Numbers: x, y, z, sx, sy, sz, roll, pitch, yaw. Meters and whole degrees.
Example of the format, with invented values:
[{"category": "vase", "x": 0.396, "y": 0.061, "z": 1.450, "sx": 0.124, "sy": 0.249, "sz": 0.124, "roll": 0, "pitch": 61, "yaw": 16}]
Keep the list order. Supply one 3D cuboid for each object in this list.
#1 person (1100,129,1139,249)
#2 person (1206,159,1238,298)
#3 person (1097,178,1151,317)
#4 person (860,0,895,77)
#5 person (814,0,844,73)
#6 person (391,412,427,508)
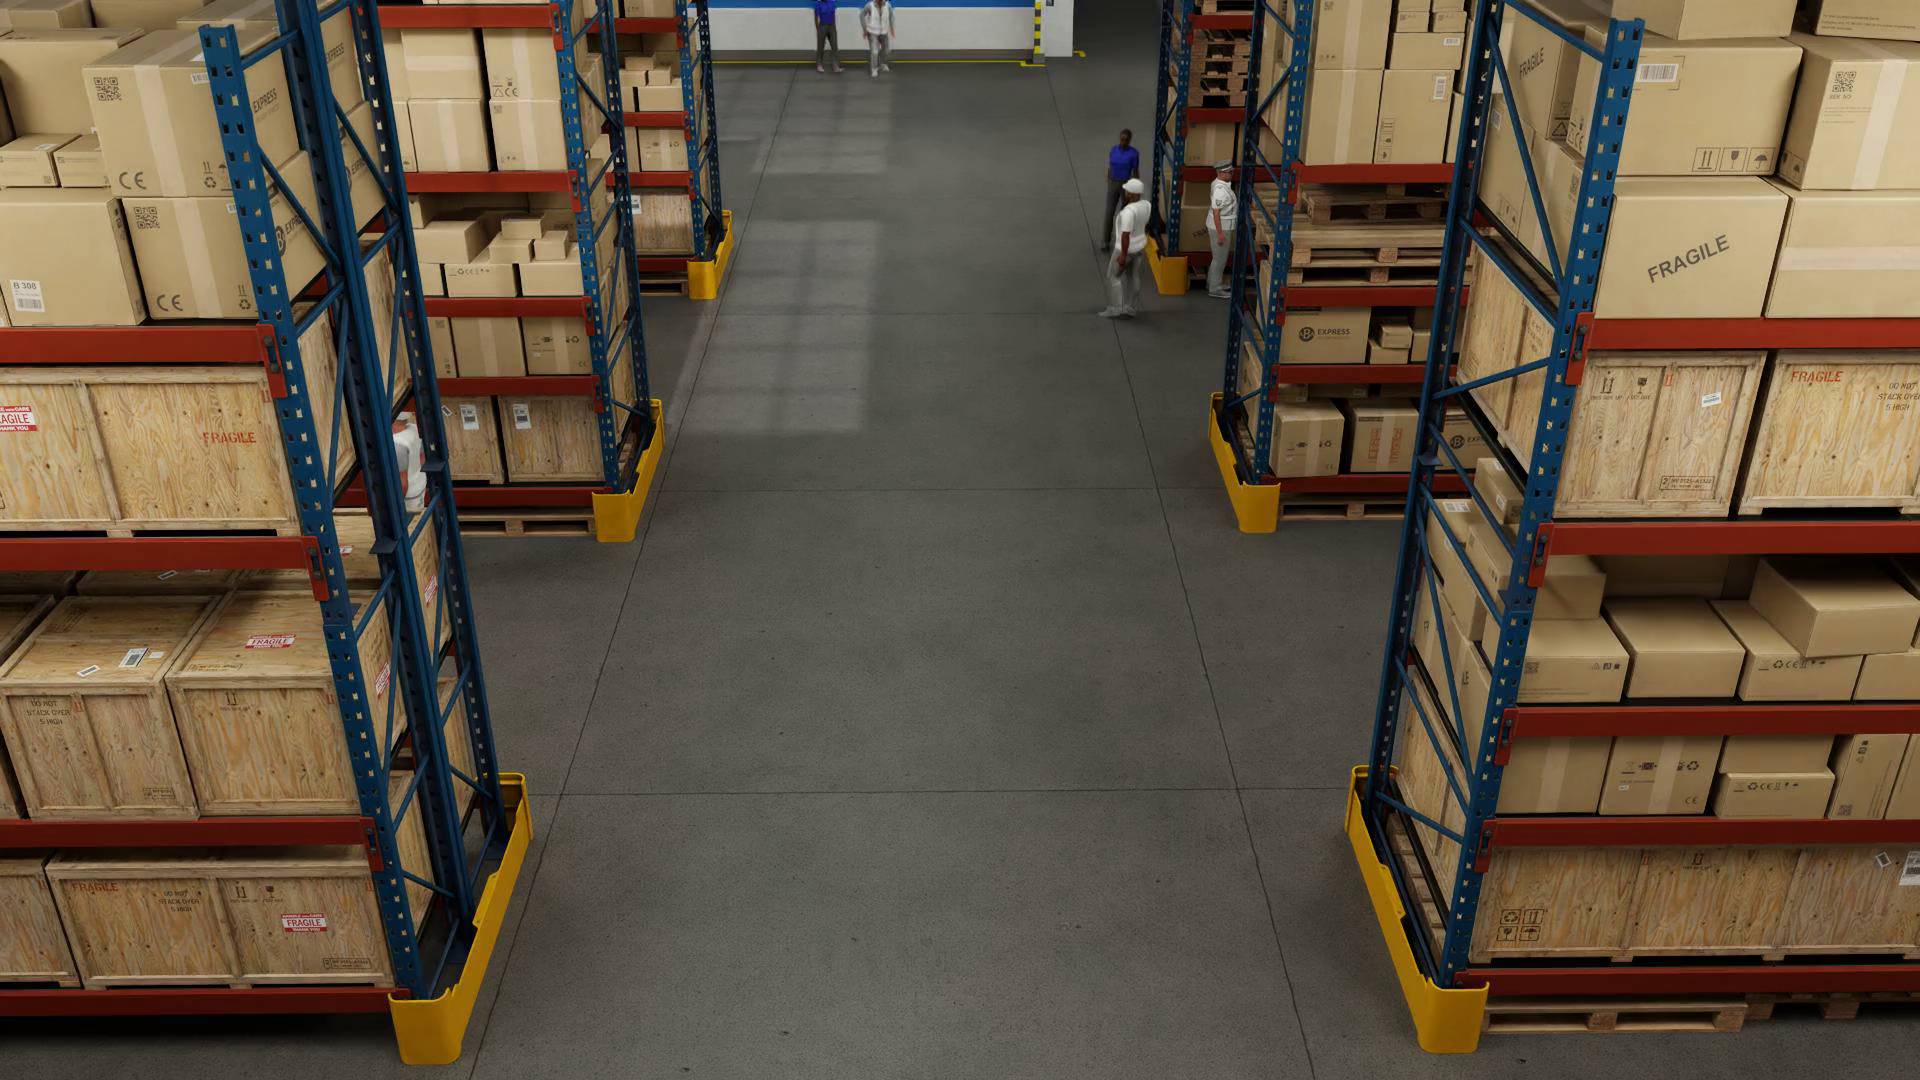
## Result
[{"category": "person", "x": 2.224, "y": -4.864, "z": 23.072, "sx": 0.470, "sy": 1.655, "sz": 0.700, "roll": 11, "pitch": 30, "yaw": 19}, {"category": "person", "x": 3.370, "y": -4.025, "z": 21.384, "sx": 0.413, "sy": 1.771, "sz": 0.528, "roll": 1, "pitch": 28, "yaw": 3}, {"category": "person", "x": 2.066, "y": -3.633, "z": 20.659, "sx": 0.521, "sy": 1.792, "sz": 0.583, "roll": 24, "pitch": 36, "yaw": 37}, {"category": "person", "x": -1.624, "y": -9.942, "z": 32.509, "sx": 0.692, "sy": 1.739, "sz": 0.766, "roll": -11, "pitch": 30, "yaw": -19}, {"category": "person", "x": -2.595, "y": -9.974, "z": 32.543, "sx": 0.495, "sy": 1.636, "sz": 0.795, "roll": -11, "pitch": 30, "yaw": -20}, {"category": "person", "x": -4.897, "y": -0.423, "z": 14.667, "sx": 0.398, "sy": 1.792, "sz": 0.537, "roll": 1, "pitch": 28, "yaw": 2}]
